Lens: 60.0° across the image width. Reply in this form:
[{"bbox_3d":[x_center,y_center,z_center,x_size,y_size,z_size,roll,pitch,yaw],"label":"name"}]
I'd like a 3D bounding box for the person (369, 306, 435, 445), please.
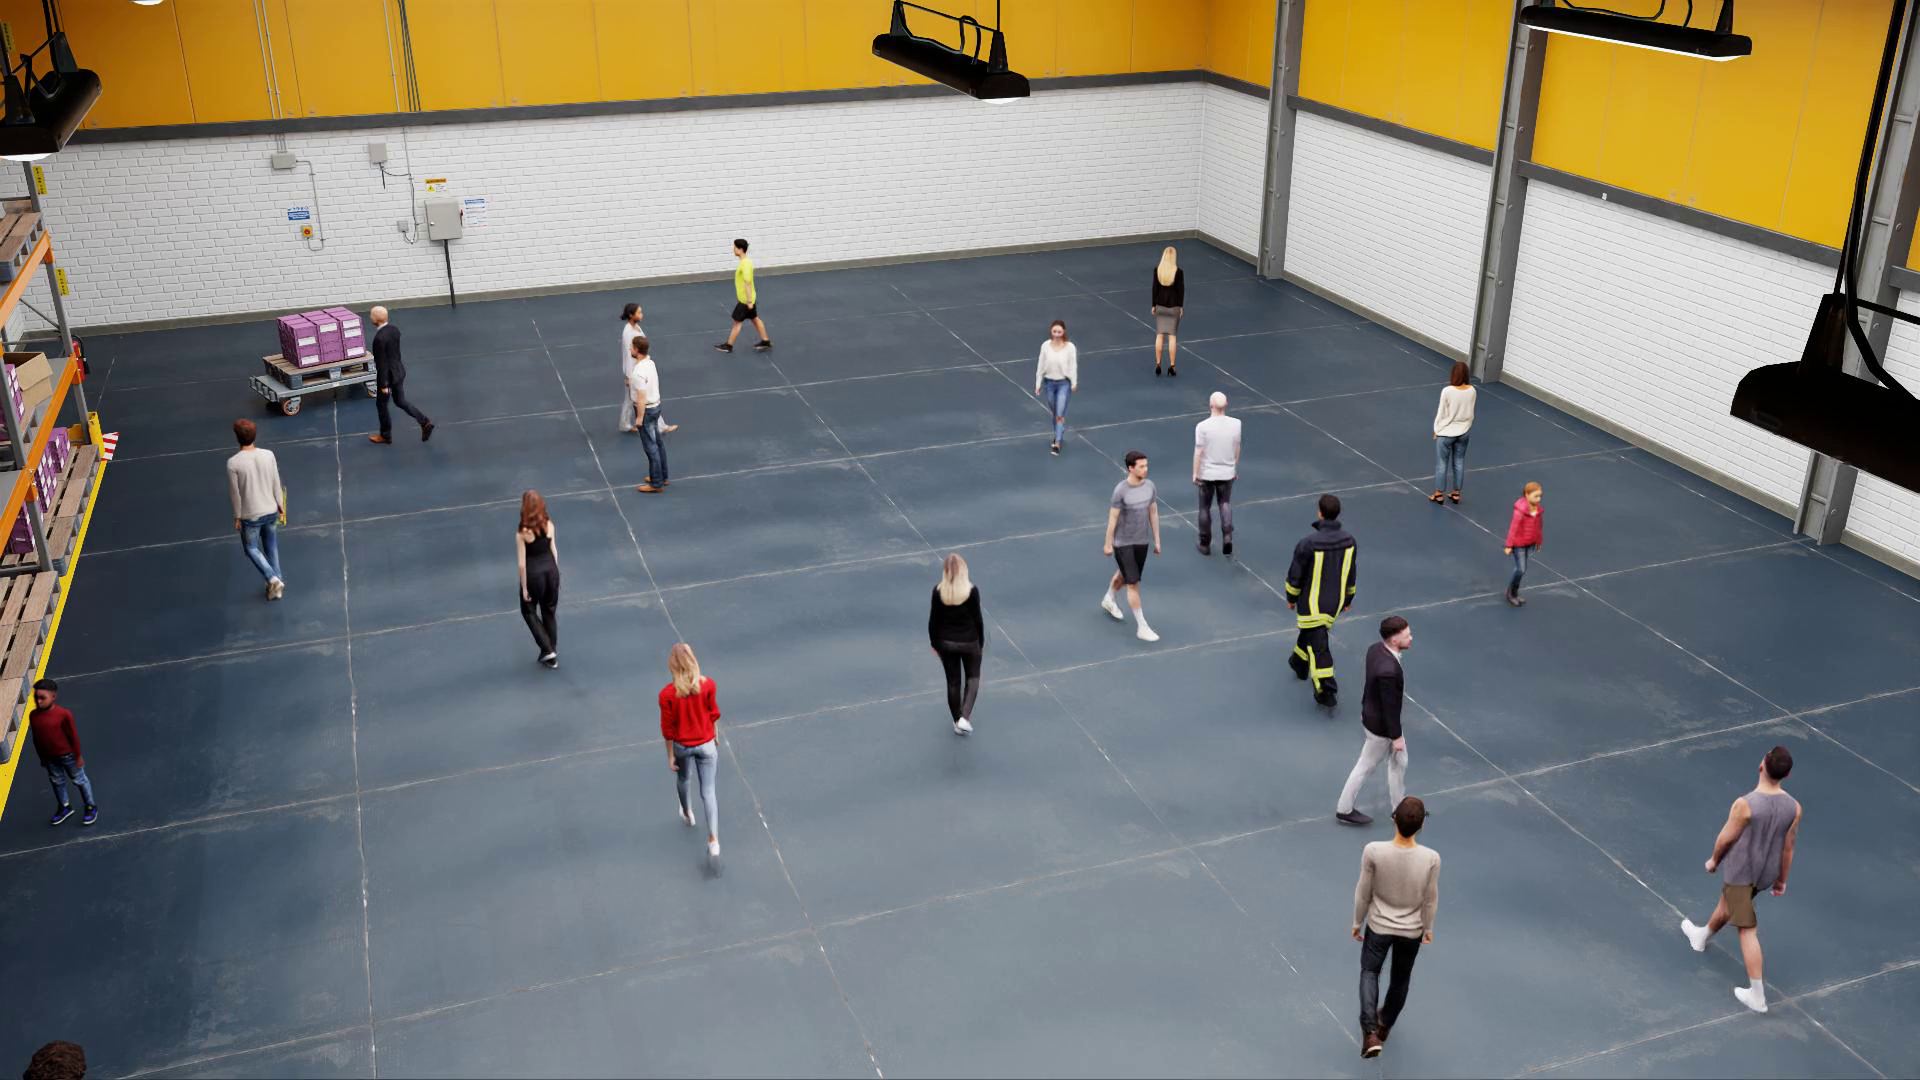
[{"bbox_3d":[-7.002,-2.025,20.643,1.112,1.780,1.159,5,24,10],"label":"person"}]

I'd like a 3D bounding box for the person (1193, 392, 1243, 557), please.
[{"bbox_3d":[2.714,-0.654,17.451,0.736,1.824,0.887,-5,24,-10],"label":"person"}]

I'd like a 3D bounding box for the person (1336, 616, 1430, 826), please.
[{"bbox_3d":[3.118,1.411,12.741,1.005,1.813,1.021,4,24,9],"label":"person"}]

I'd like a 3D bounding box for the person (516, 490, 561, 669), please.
[{"bbox_3d":[-3.785,0.393,15.169,0.696,1.735,0.774,-19,30,-36],"label":"person"}]

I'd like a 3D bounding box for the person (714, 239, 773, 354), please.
[{"bbox_3d":[-3.040,-3.542,24.258,0.901,1.665,1.076,-2,24,-4],"label":"person"}]

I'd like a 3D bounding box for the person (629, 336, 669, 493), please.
[{"bbox_3d":[-3.607,-1.470,19.282,0.805,1.853,0.676,3,24,8],"label":"person"}]

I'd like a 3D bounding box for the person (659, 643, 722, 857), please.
[{"bbox_3d":[-1.974,1.603,12.484,0.643,1.668,1.124,-7,25,-15],"label":"person"}]

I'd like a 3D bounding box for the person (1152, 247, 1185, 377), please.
[{"bbox_3d":[2.891,-3.185,23.218,0.691,1.843,0.734,8,25,18],"label":"person"}]

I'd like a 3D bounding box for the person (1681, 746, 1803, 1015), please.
[{"bbox_3d":[5.255,2.269,11.004,0.734,1.787,1.228,-4,24,-10],"label":"person"}]

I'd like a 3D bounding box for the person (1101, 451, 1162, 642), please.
[{"bbox_3d":[1.579,-0.007,15.963,0.856,1.831,1.263,-15,28,-31],"label":"person"}]

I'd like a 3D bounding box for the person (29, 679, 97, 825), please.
[{"bbox_3d":[-7.003,1.632,12.938,0.572,1.251,0.590,1,24,3],"label":"person"}]

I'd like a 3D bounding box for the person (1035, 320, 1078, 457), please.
[{"bbox_3d":[1.209,-1.912,20.542,0.996,1.654,1.095,8,25,18],"label":"person"}]

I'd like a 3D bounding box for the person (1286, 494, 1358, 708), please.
[{"bbox_3d":[3.196,0.557,14.601,0.802,1.888,1.173,-7,25,-16],"label":"person"}]

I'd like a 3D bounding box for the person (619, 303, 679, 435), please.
[{"bbox_3d":[-4.179,-2.137,20.995,0.955,1.704,1.051,0,24,1],"label":"person"}]

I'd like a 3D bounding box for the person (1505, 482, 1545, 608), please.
[{"bbox_3d":[5.566,0.016,16.564,0.550,1.307,0.529,-11,26,-24],"label":"person"}]

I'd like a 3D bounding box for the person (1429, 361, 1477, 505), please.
[{"bbox_3d":[5.612,-1.217,18.922,0.631,1.678,0.570,-6,24,-13],"label":"person"}]

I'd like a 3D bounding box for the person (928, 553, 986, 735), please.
[{"bbox_3d":[-0.021,0.927,14.014,0.773,1.680,0.825,3,24,6],"label":"person"}]

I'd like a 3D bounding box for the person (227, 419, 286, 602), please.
[{"bbox_3d":[-6.904,-0.250,16.443,0.960,1.892,0.861,22,32,40],"label":"person"}]

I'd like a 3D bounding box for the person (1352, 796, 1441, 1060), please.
[{"bbox_3d":[2.691,2.449,10.318,0.960,1.853,1.079,6,24,13],"label":"person"}]
